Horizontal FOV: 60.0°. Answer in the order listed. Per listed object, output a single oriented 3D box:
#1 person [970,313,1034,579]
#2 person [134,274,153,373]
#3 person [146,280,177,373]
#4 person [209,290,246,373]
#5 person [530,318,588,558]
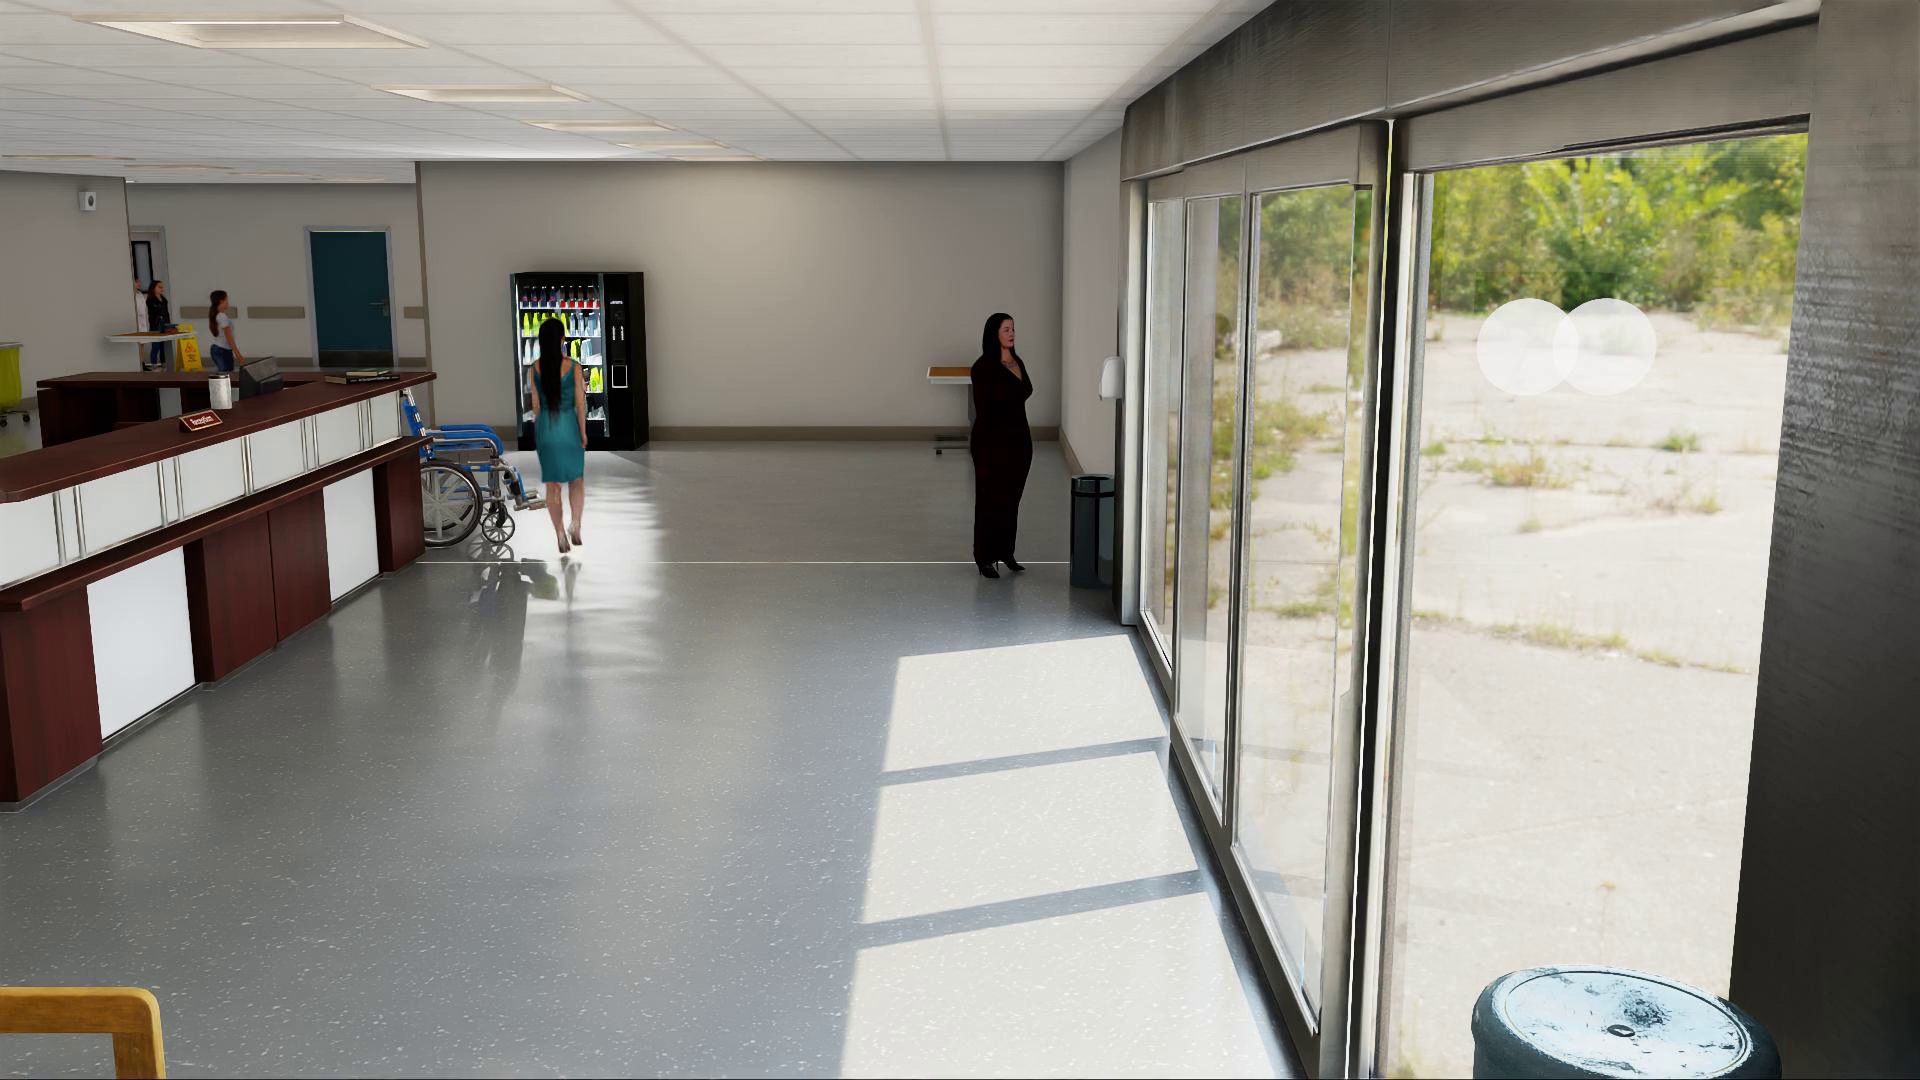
[{"bbox_3d":[0.260,-0.638,11.121,0.782,1.758,0.761,7,13,33],"label":"person"},{"bbox_3d":[-13.170,-3.471,26.594,0.520,1.556,0.558,1,11,3],"label":"person"},{"bbox_3d":[-12.516,-3.313,25.964,0.575,1.481,0.604,3,11,16],"label":"person"},{"bbox_3d":[-8.909,-2.240,20.099,0.722,1.559,0.664,-9,14,-40],"label":"person"},{"bbox_3d":[-2.839,-0.704,11.690,0.535,1.676,0.627,-1,11,-7],"label":"person"}]
